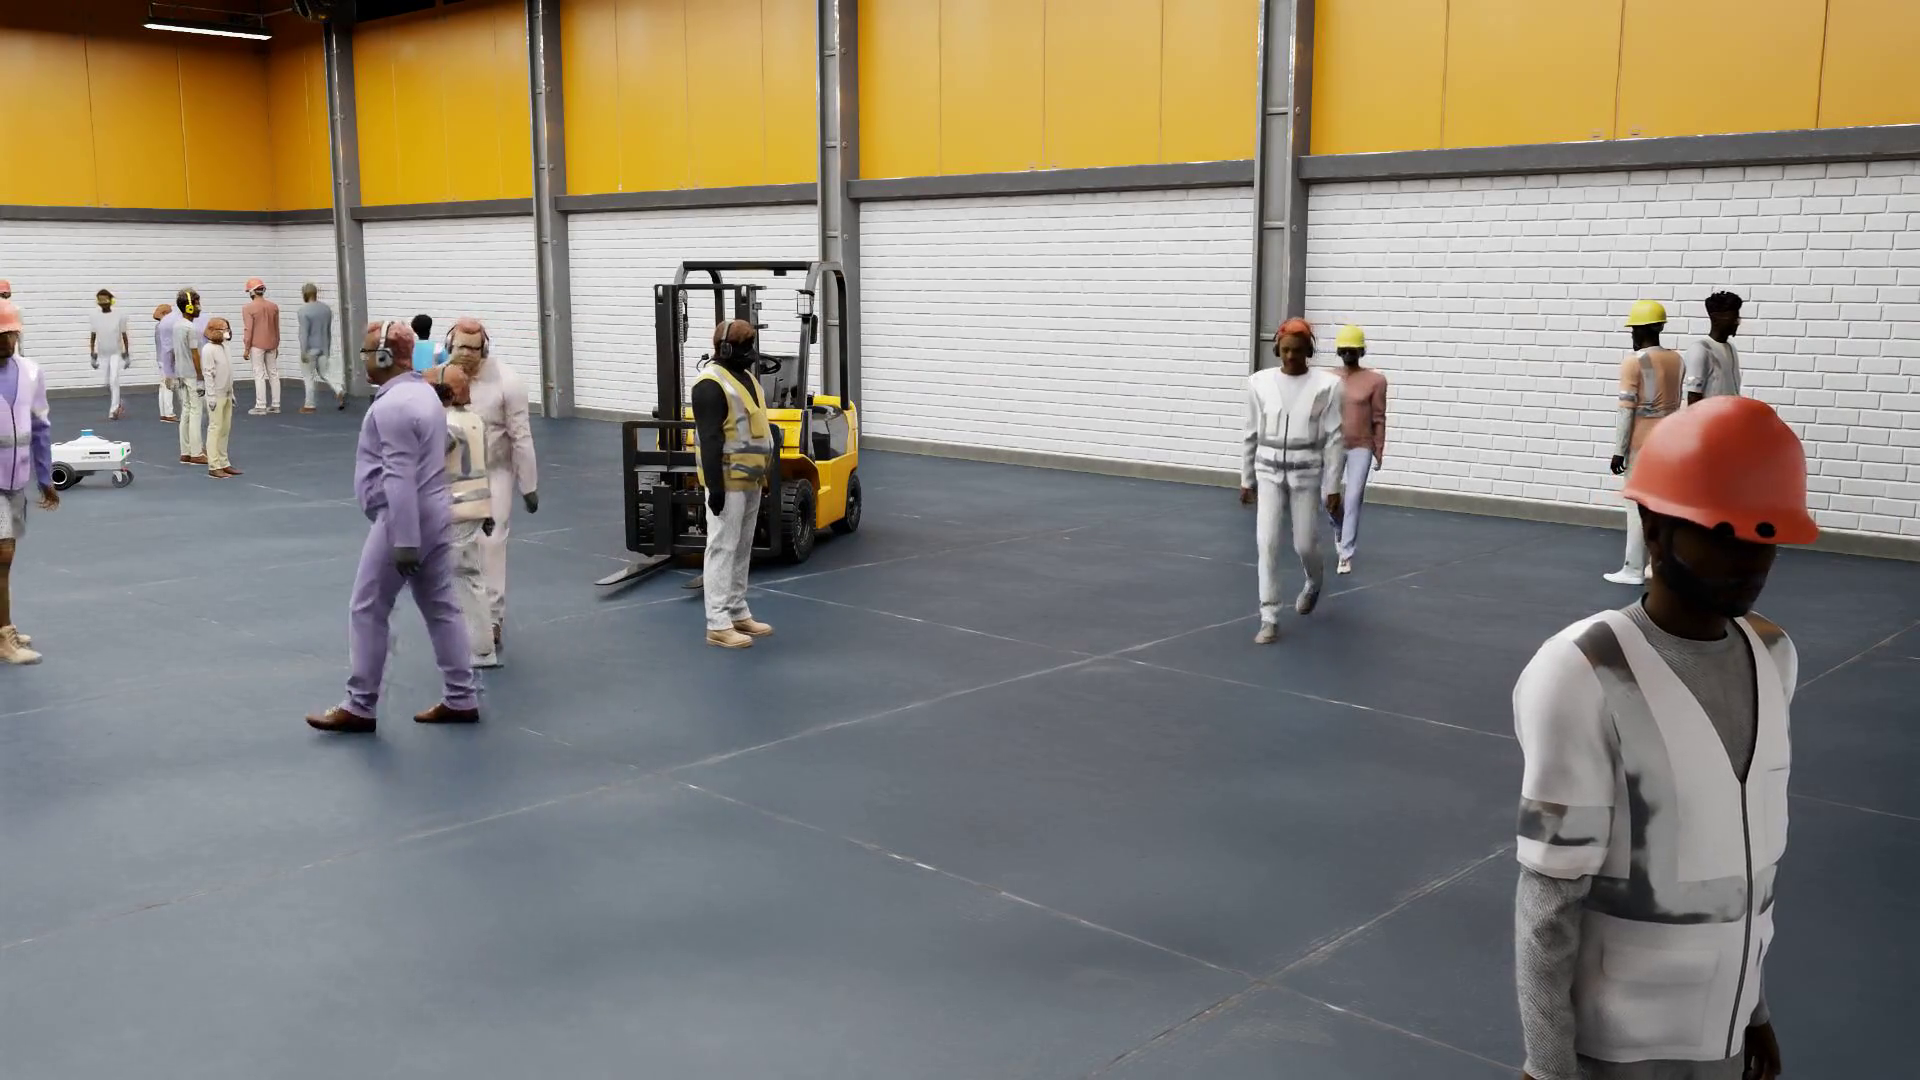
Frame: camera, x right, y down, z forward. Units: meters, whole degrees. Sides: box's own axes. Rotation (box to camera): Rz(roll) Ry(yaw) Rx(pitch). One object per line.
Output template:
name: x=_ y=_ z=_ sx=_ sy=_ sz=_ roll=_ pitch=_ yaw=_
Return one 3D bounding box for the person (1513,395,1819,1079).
person: x=1.107 y=0.739 z=2.603 sx=0.551 sy=1.933 sz=0.372 roll=-5 pitch=11 yaw=-29

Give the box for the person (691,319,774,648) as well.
person: x=-1.268 y=-0.325 z=9.415 sx=0.429 sy=1.841 sz=0.634 roll=2 pitch=10 yaw=15

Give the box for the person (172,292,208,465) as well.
person: x=-8.340 y=-1.750 z=18.068 sx=0.532 sy=1.869 sz=0.311 roll=8 pitch=12 yaw=42

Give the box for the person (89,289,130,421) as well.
person: x=-11.992 y=-2.618 z=23.486 sx=0.507 sy=1.850 sz=0.697 roll=-1 pitch=9 yaw=-9

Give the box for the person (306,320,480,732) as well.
person: x=-2.649 y=-0.055 z=7.623 sx=0.854 sy=1.875 sz=0.678 roll=0 pitch=9 yaw=-1

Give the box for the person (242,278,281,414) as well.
person: x=-10.210 y=-2.827 z=24.299 sx=0.385 sy=1.990 sz=0.608 roll=5 pitch=10 yaw=26

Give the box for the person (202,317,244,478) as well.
person: x=-7.538 y=-1.453 z=16.963 sx=0.268 sy=1.632 sz=0.507 roll=0 pitch=9 yaw=1

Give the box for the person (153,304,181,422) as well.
person: x=-10.986 y=-2.447 z=23.058 sx=0.273 sy=1.632 sz=0.507 roll=-8 pitch=12 yaw=-40

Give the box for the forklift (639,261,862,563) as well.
forklift: x=-1.552 y=-1.040 z=12.721 sx=1.214 sy=2.155 sz=2.313 roll=2 pitch=9 yaw=11

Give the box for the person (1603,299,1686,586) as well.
person: x=4.609 y=-0.652 z=11.207 sx=0.582 sy=1.918 sz=0.413 roll=-6 pitch=11 yaw=-32

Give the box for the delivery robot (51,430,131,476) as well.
delivery robot: x=-8.458 y=-0.829 z=16.152 sx=0.707 sy=0.478 sz=0.477 roll=-3 pitch=10 yaw=-17

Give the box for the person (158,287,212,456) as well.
person: x=-8.624 y=-1.871 z=18.659 sx=0.509 sy=1.926 sz=0.644 roll=8 pitch=12 yaw=40

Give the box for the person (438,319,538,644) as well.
person: x=-2.777 y=-0.339 z=9.541 sx=0.673 sy=1.837 sz=0.867 roll=2 pitch=9 yaw=11

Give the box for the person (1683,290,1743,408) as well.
person: x=5.436 y=-0.817 z=12.046 sx=0.609 sy=1.964 sz=0.367 roll=-8 pitch=12 yaw=-41

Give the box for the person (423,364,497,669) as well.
person: x=-2.705 y=-0.113 z=8.794 sx=0.550 sy=1.619 sz=0.515 roll=0 pitch=9 yaw=3

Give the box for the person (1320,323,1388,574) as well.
person: x=2.754 y=-0.667 z=11.790 sx=0.534 sy=1.743 sz=0.678 roll=4 pitch=10 yaw=21

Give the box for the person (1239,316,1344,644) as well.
person: x=1.929 y=-0.363 z=9.613 sx=0.593 sy=1.863 sz=0.766 roll=4 pitch=10 yaw=23

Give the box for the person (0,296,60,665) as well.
person: x=-5.273 y=-0.327 z=9.029 sx=0.748 sy=1.994 sz=0.620 roll=3 pitch=10 yaw=18

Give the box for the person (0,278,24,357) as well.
person: x=-13.648 y=-2.716 z=23.683 sx=1.011 sy=1.987 sz=0.650 roll=8 pitch=12 yaw=42

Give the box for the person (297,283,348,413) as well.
person: x=-9.375 y=-2.792 z=24.294 sx=0.758 sy=1.921 sz=0.639 roll=4 pitch=10 yaw=23

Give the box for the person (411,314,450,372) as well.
person: x=-5.503 y=-1.495 z=17.117 sx=0.521 sy=1.675 sz=0.804 roll=1 pitch=9 yaw=4
